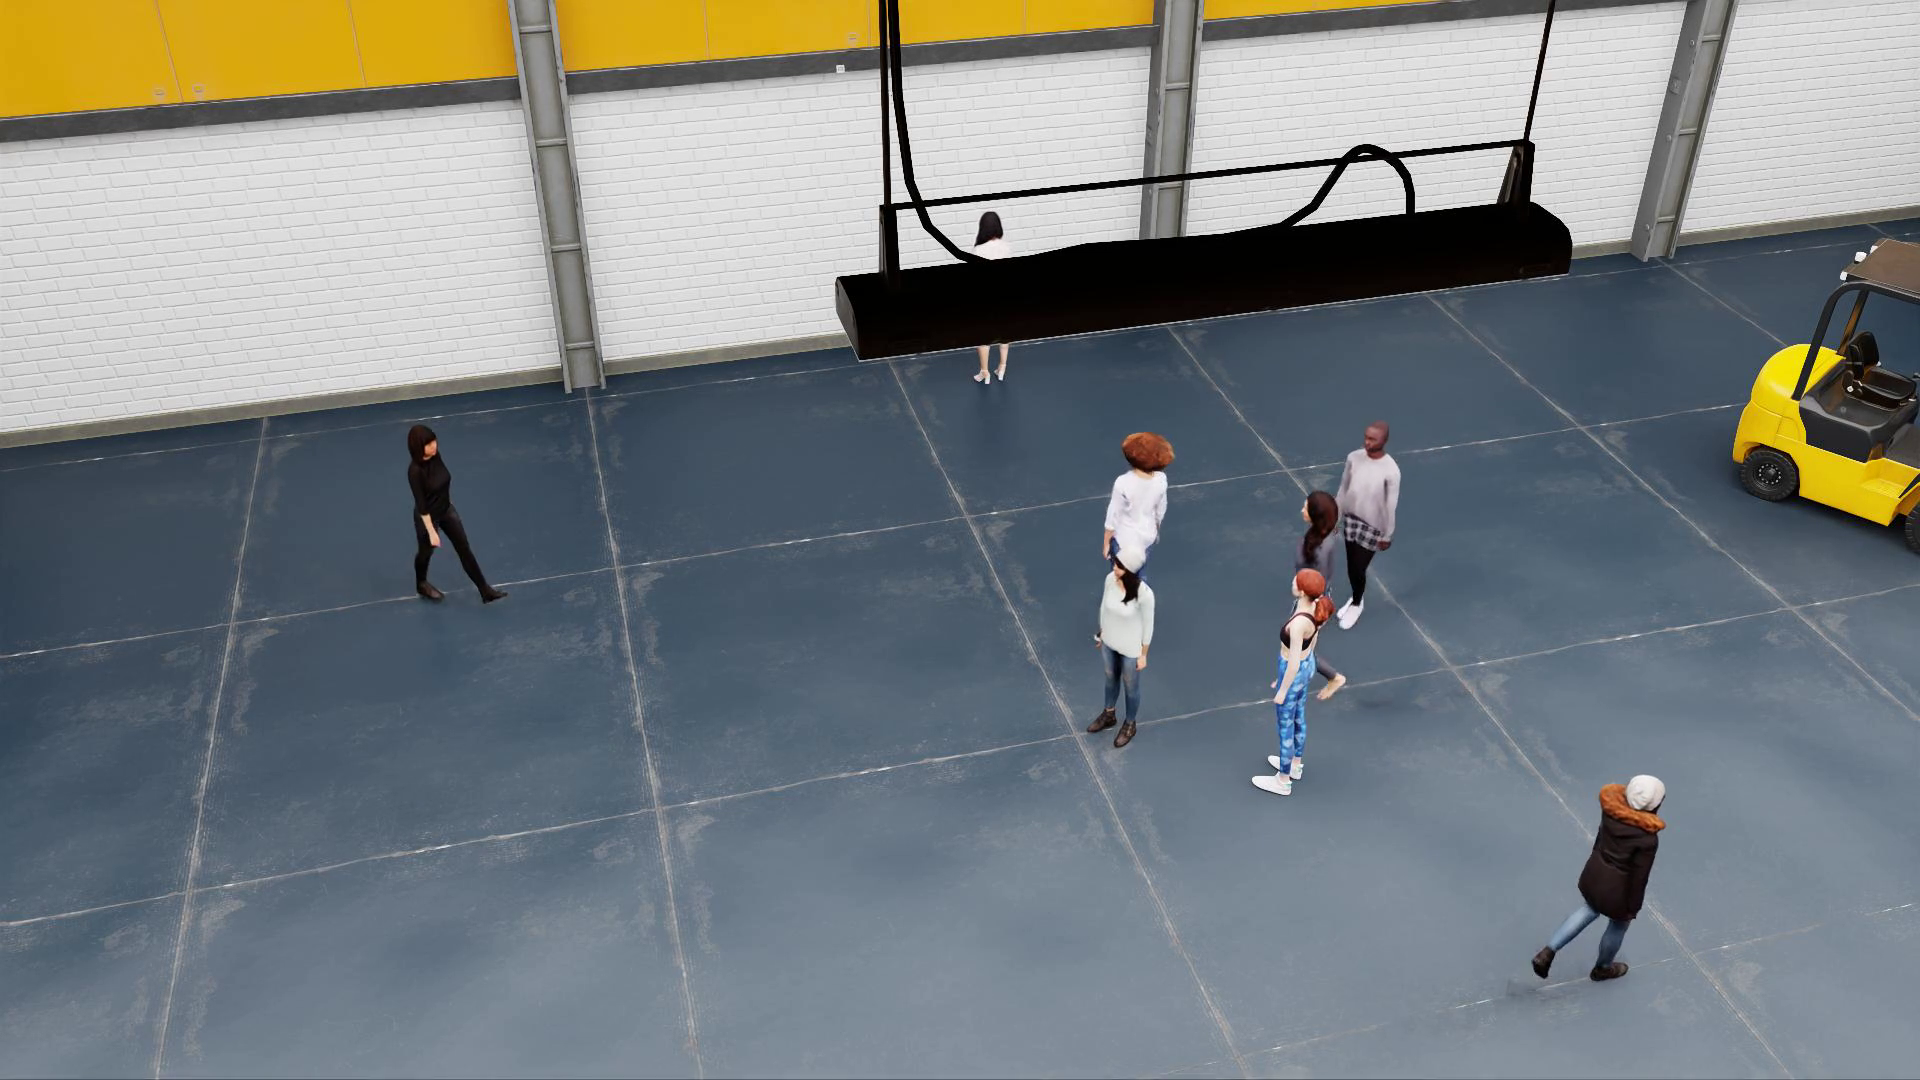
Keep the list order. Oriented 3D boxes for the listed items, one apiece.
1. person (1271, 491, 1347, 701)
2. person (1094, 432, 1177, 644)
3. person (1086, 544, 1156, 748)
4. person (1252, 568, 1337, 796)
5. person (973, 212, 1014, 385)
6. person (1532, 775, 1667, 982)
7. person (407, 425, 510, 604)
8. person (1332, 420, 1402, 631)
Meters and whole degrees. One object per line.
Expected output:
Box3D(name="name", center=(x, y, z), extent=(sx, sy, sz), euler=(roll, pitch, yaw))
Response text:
Box3D(name="person", center=(2.586, 0.408, 11.879), extent=(0.849, 1.758, 0.759), euler=(3, 34, 5))
Box3D(name="person", center=(1.314, -0.006, 12.566), extent=(0.644, 1.688, 0.865), euler=(-21, 39, -28))
Box3D(name="person", center=(1.134, 0.705, 11.535), extent=(0.639, 1.647, 0.654), euler=(28, 43, 35))
Box3D(name="person", center=(2.227, 0.932, 11.066), extent=(0.751, 1.785, 0.685), euler=(21, 39, 28))
Box3D(name="person", center=(0.298, -2.325, 15.997), extent=(0.510, 1.753, 0.694), euler=(-15, 36, -21))
Box3D(name="person", center=(3.721, 1.990, 9.627), extent=(0.935, 1.618, 0.673), euler=(-12, 35, -18))
Box3D(name="person", center=(-4.145, -0.176, 12.902), extent=(1.135, 1.600, 0.988), euler=(12, 35, 17))
Box3D(name="person", center=(3.154, -0.154, 12.724), extent=(0.774, 1.759, 0.749), euler=(-25, 41, -33))
